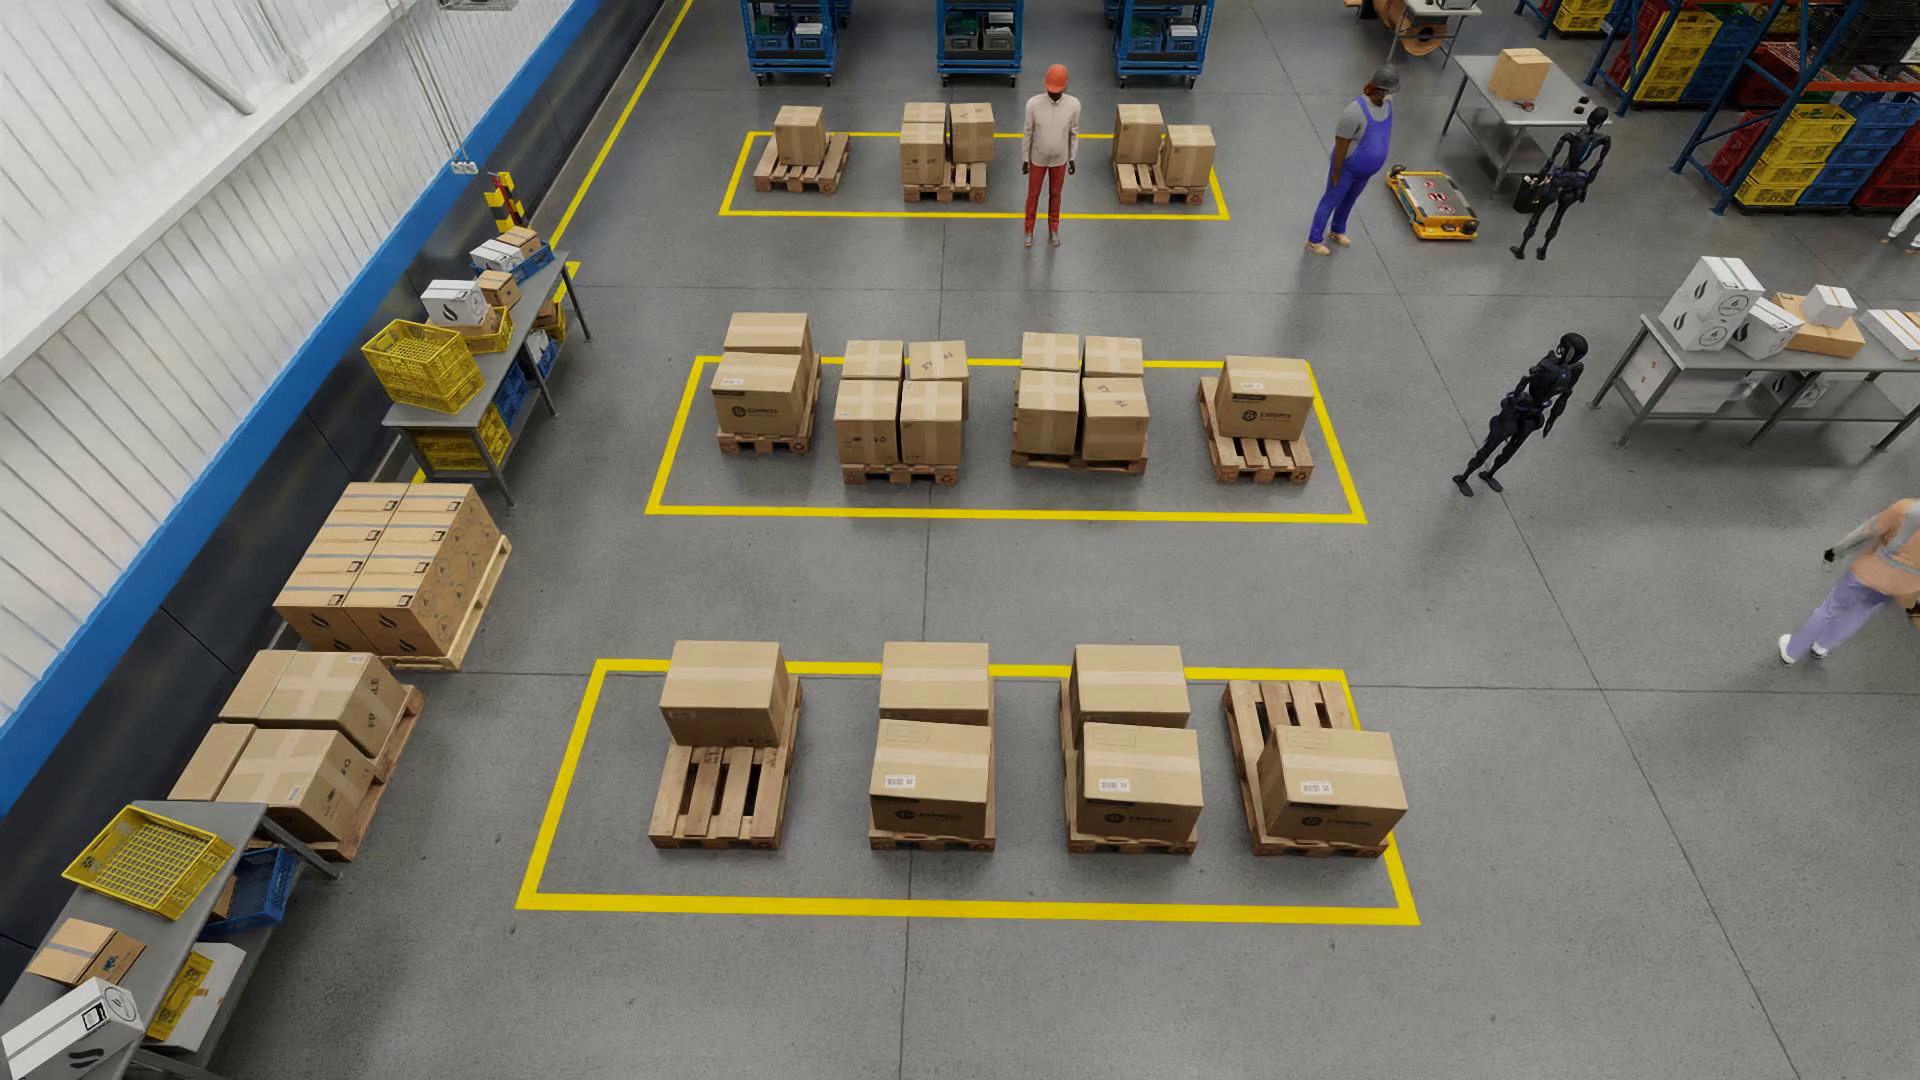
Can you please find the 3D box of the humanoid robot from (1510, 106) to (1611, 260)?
[{"bbox_3d":[6.522,-3.846,9.921,0.608,1.657,0.313,6,49,5],"label":"humanoid robot"}]

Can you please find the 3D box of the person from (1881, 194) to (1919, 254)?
[{"bbox_3d":[10.934,-4.037,9.961,0.356,1.882,0.574,-23,53,-19],"label":"person"}]

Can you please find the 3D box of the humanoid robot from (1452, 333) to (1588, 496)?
[{"bbox_3d":[4.585,-0.995,7.461,0.574,1.651,0.338,-9,50,-7],"label":"humanoid robot"}]

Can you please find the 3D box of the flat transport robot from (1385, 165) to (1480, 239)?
[{"bbox_3d":[5.692,-4.094,11.059,0.652,0.197,1.431,1,49,1],"label":"flat transport robot"}]

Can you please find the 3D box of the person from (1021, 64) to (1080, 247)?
[{"bbox_3d":[0.972,-4.158,9.998,0.610,1.984,0.390,-3,49,-3],"label":"person"}]

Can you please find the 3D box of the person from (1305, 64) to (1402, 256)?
[{"bbox_3d":[4.298,-4.077,9.891,0.681,2.000,0.536,-26,54,-20],"label":"person"}]

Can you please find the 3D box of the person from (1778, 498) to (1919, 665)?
[{"bbox_3d":[6.363,0.180,6.296,0.595,1.908,0.586,27,54,21],"label":"person"}]
